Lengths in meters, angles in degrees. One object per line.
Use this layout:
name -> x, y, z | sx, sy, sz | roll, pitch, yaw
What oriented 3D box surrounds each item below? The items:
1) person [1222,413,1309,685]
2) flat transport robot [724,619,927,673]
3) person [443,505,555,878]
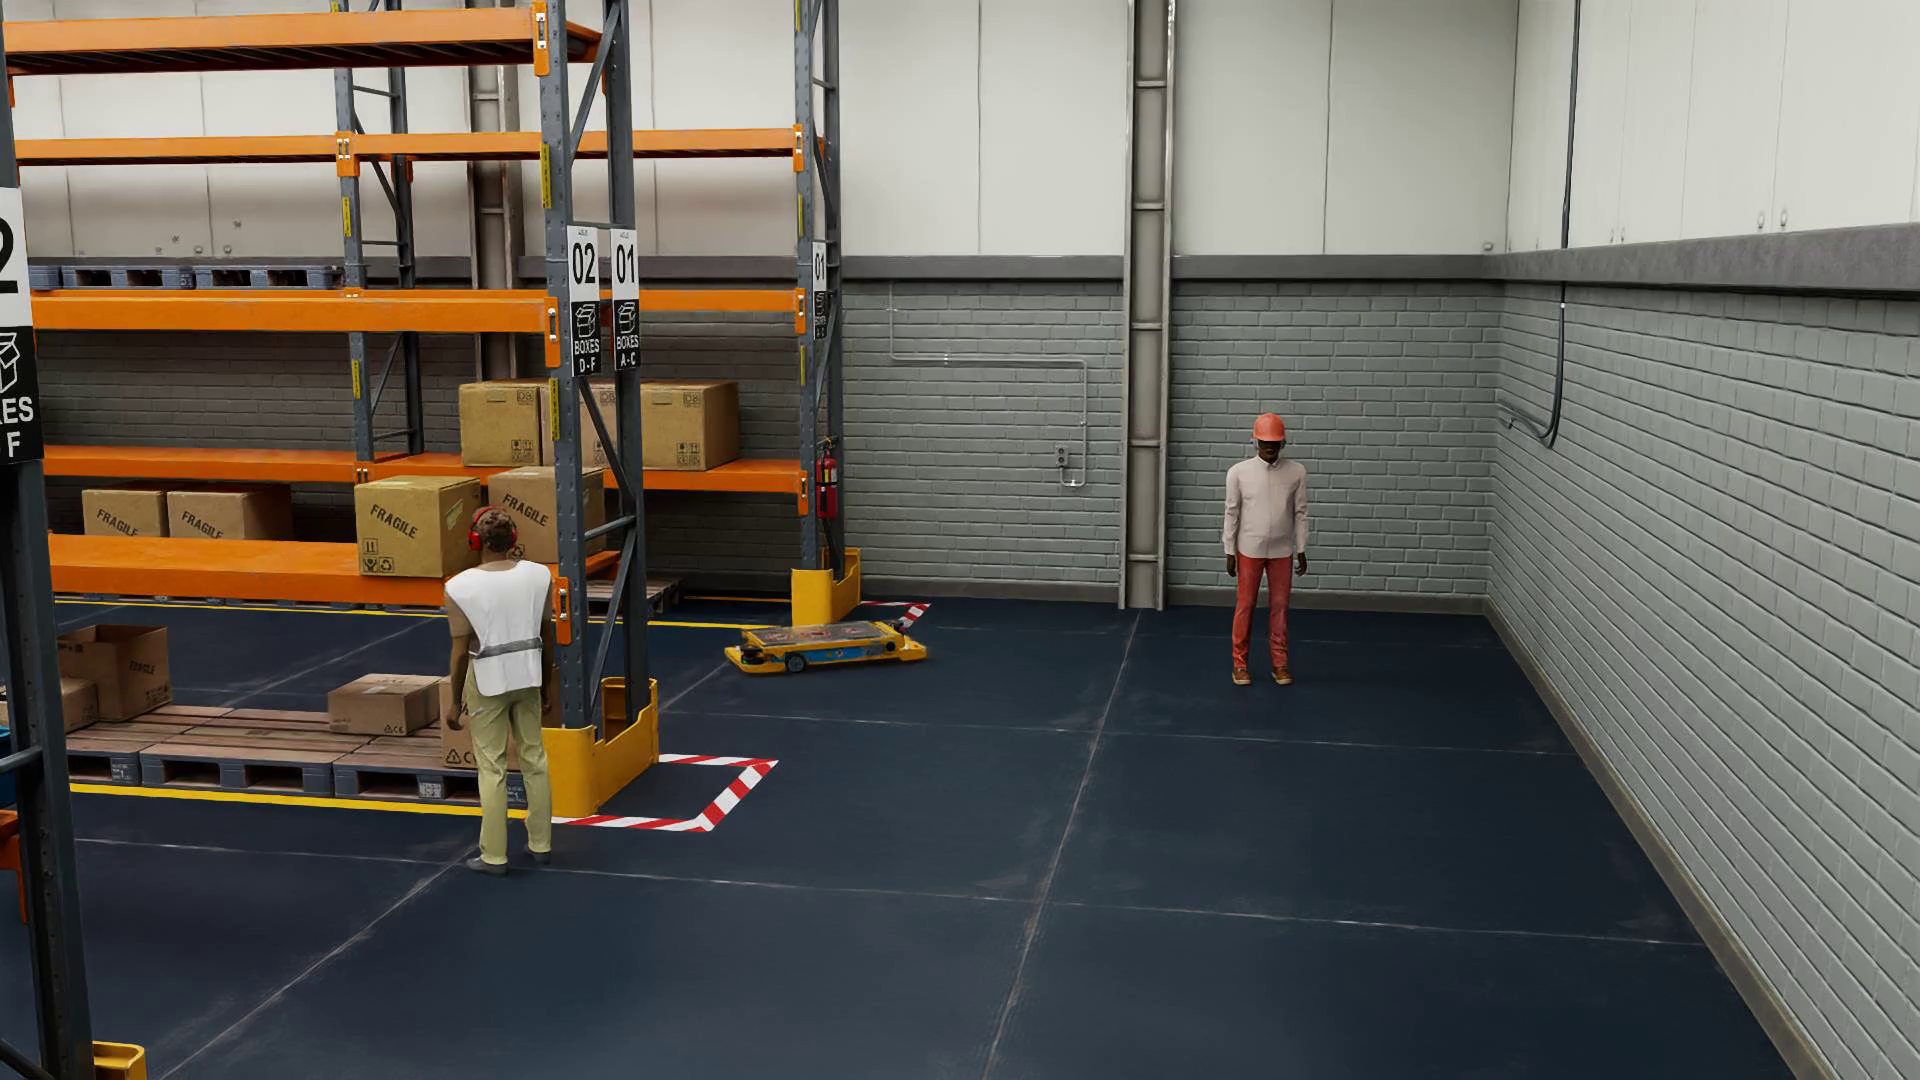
person -> 2.214, 0.071, 12.028 | 0.622, 1.987, 0.406 | -1, 9, -7
flat transport robot -> -1.037, 0.805, 12.765 | 1.431, 0.197, 0.652 | -4, 10, -21
person -> -2.257, 0.750, 8.227 | 0.563, 1.847, 0.388 | -8, 12, -41
